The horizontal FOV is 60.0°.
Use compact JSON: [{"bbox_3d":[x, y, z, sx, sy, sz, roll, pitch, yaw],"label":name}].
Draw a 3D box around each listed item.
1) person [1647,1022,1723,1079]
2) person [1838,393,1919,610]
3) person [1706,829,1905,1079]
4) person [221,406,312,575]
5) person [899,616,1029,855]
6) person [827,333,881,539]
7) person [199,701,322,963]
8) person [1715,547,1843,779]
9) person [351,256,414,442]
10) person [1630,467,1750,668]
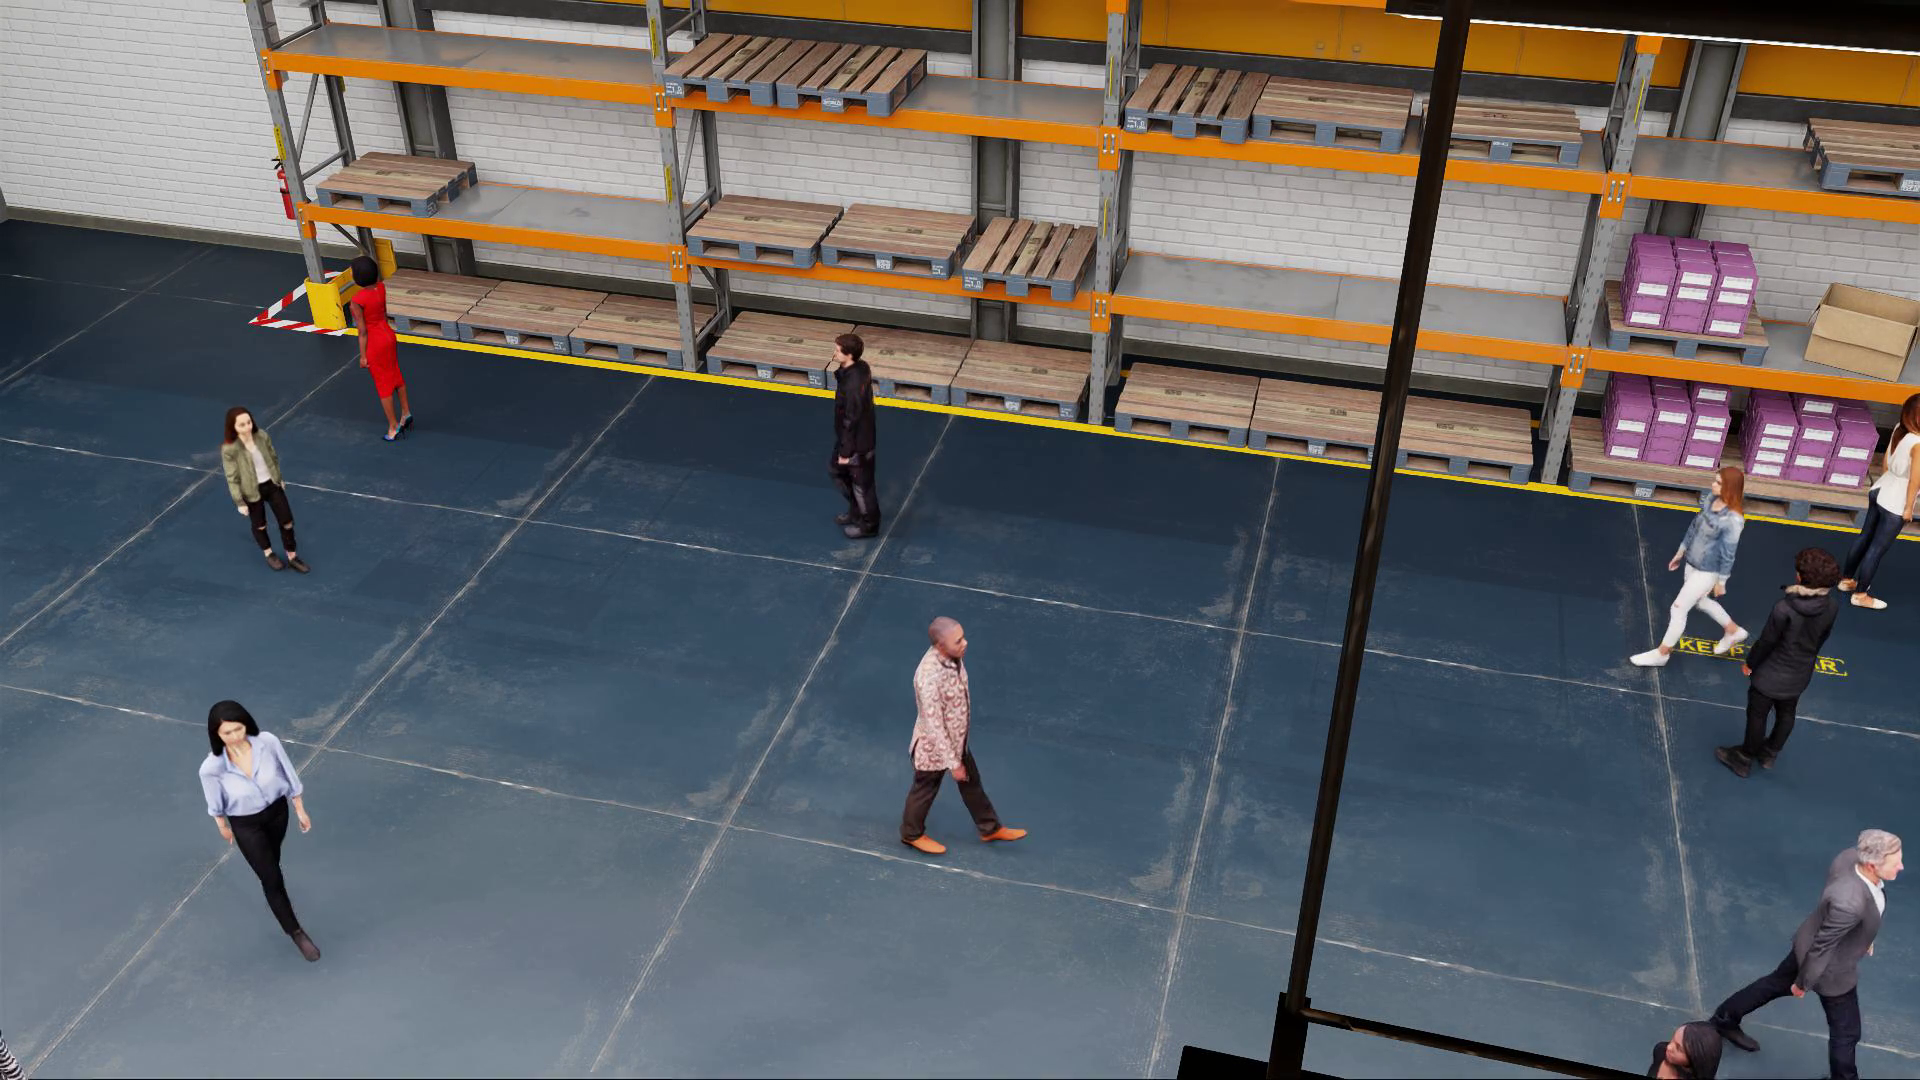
[{"bbox_3d":[3.358,2.879,7.808,1.008,1.698,0.809,-4,34,-5],"label":"person"},{"bbox_3d":[6.997,-0.305,12.520,0.598,1.785,0.628,1,34,1],"label":"person"},{"bbox_3d":[4.492,2.180,8.779,1.265,1.787,0.870,15,37,22],"label":"person"},{"bbox_3d":[-5.501,-0.409,12.966,0.831,1.463,0.762,27,42,34],"label":"person"},{"bbox_3d":[-0.192,1.226,10.224,1.045,1.776,0.765,12,35,17],"label":"person"},{"bbox_3d":[-0.743,-0.817,13.251,0.786,1.828,0.829,-3,34,-4],"label":"person"},{"bbox_3d":[-4.129,1.590,9.741,1.176,1.704,0.980,28,43,35],"label":"person"},{"bbox_3d":[5.376,0.823,10.827,0.705,1.779,0.798,-6,34,-9],"label":"person"},{"bbox_3d":[-5.106,-1.690,14.641,0.497,1.744,0.569,10,35,15],"label":"person"},{"bbox_3d":[5.390,0.202,11.856,1.143,1.675,0.783,0,34,1],"label":"person"}]
